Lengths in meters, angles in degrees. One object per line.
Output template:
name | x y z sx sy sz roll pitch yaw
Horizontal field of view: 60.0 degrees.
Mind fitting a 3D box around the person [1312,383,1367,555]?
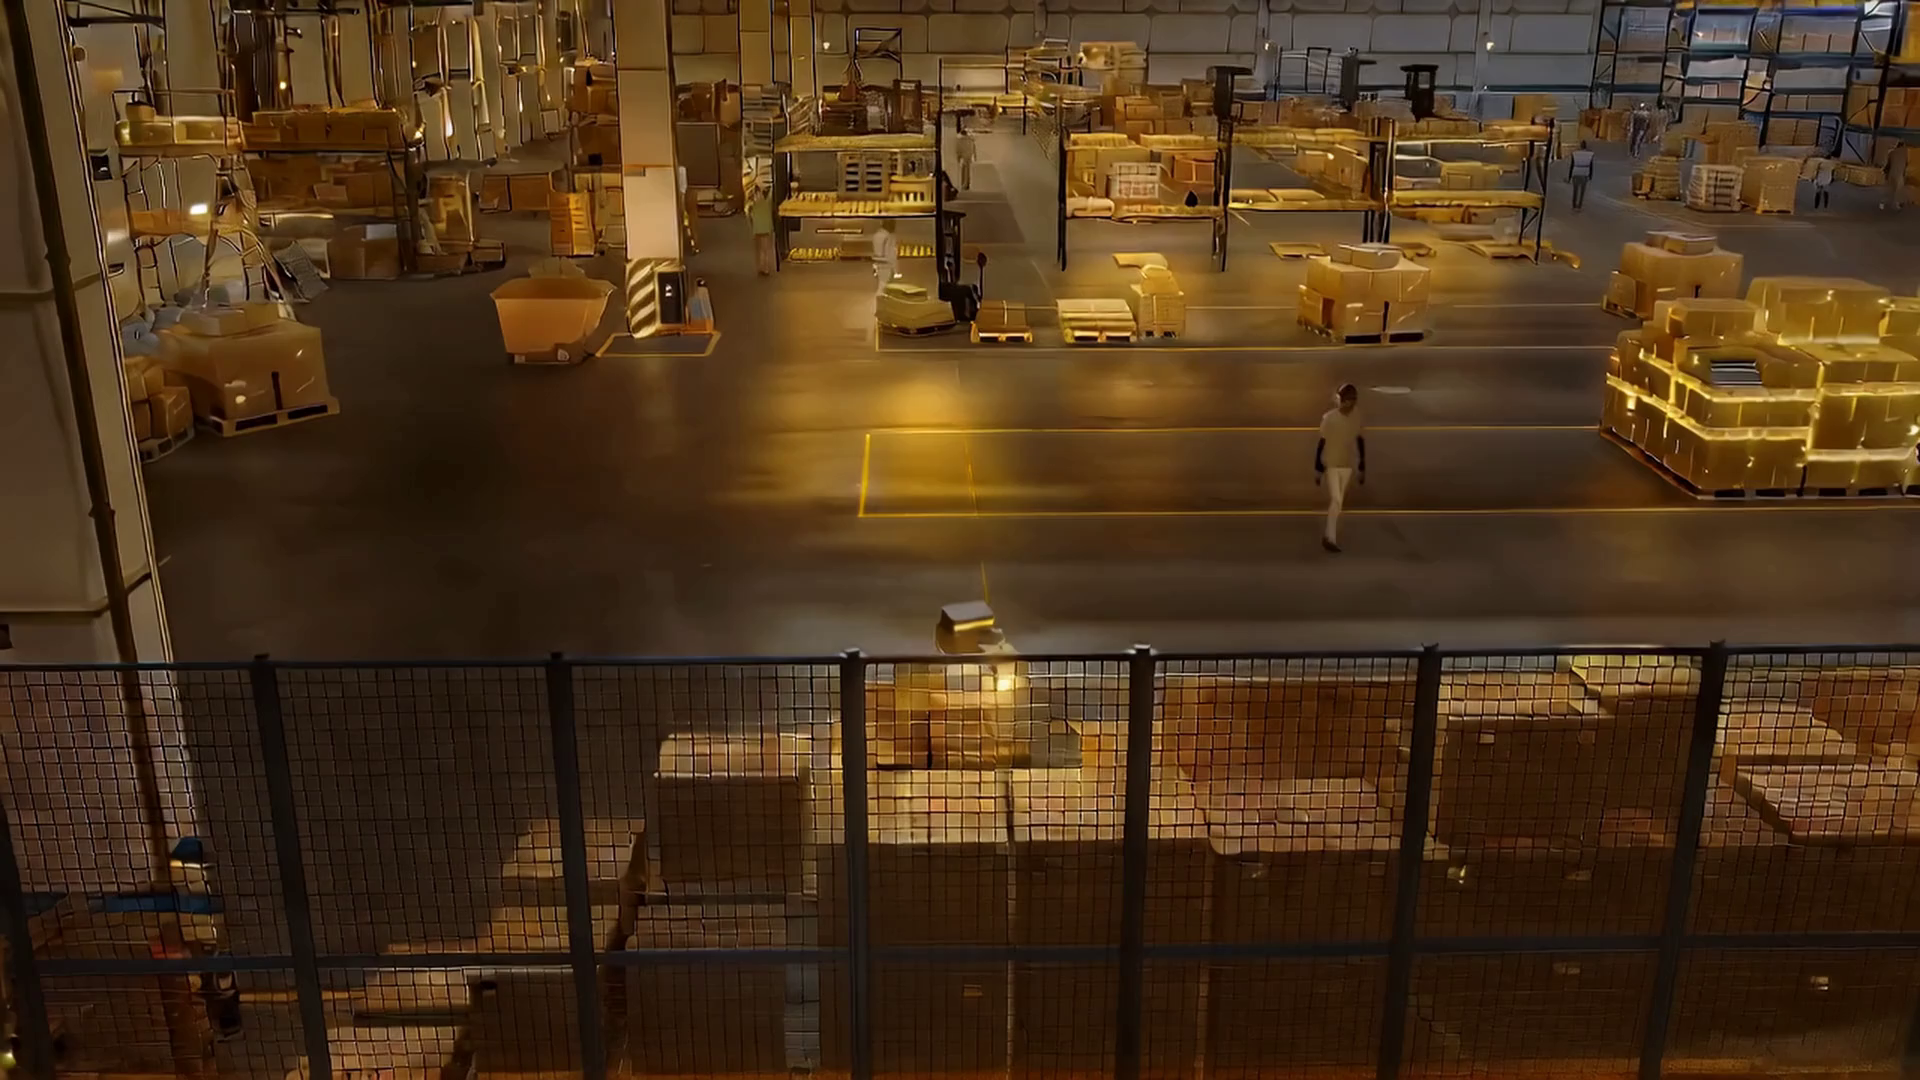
person | 4.073 -0.745 17.661 0.565 1.850 0.602 -6 20 -18

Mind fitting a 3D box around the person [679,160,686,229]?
person | -6.966 -8.478 40.652 0.583 1.846 0.691 -15 24 -37

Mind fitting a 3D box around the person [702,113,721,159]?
person | -8.610 -13.709 56.541 0.901 1.577 0.530 9 21 25

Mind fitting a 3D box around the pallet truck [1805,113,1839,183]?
pallet truck | 26.403 -11.957 50.702 0.823 1.965 1.885 6 19 16

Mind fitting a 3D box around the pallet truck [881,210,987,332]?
pallet truck | -0.493 -4.759 29.349 1.885 1.965 0.823 -13 23 -34

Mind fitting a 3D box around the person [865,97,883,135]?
person | -3.024 -14.642 58.760 0.630 1.940 0.372 -2 19 -7

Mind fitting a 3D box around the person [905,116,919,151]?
person | -1.536 -12.797 53.605 0.481 1.731 0.358 -6 20 -18

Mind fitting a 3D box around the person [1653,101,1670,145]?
person | 25.946 -15.378 61.415 0.446 1.622 0.540 2 19 5

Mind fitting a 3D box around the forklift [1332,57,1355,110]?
forklift | 15.928 -18.471 68.666 1.873 2.768 1.129 -1 19 -1

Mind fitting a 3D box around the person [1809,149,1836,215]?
person | 22.512 -9.329 43.378 0.529 1.692 0.321 -1 19 -2

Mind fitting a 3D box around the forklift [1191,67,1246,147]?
forklift | 9.517 -15.894 61.023 1.873 2.768 1.129 -1 19 -2

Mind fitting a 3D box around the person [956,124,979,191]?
person | 0.217 -11.132 48.396 0.654 1.900 0.875 -2 19 -5

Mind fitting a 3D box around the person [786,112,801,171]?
person | -5.354 -12.797 53.434 0.516 1.845 0.345 7 20 19

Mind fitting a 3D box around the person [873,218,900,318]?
person | -1.246 -4.928 30.148 0.824 1.806 0.638 -11 21 -28

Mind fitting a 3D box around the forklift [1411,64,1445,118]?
forklift | 17.529 -16.593 63.096 1.873 2.768 1.129 -16 25 -40

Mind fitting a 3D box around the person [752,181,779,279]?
person | -4.000 -6.374 34.188 0.451 1.970 0.625 -16 25 -40

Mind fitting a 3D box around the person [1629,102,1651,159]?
person | 23.267 -14.014 56.928 0.630 1.925 0.434 1 19 3

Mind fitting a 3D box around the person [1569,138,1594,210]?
person | 16.469 -9.708 44.170 0.605 1.906 0.624 8 20 22

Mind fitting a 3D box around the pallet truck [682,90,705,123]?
pallet truck | -9.671 -15.907 62.421 0.823 1.965 1.885 5 19 15

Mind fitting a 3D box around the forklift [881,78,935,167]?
forklift | -1.707 -13.628 54.300 1.129 2.768 1.873 -11 21 -29

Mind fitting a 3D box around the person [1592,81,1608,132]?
person | 25.794 -17.471 67.065 0.612 1.995 0.377 11 22 30

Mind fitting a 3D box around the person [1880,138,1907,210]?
person | 24.883 -9.713 44.226 0.669 1.873 0.813 -2 19 -5

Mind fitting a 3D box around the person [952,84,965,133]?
person | -0.045 -17.248 66.493 0.545 1.938 0.358 -12 22 -31
